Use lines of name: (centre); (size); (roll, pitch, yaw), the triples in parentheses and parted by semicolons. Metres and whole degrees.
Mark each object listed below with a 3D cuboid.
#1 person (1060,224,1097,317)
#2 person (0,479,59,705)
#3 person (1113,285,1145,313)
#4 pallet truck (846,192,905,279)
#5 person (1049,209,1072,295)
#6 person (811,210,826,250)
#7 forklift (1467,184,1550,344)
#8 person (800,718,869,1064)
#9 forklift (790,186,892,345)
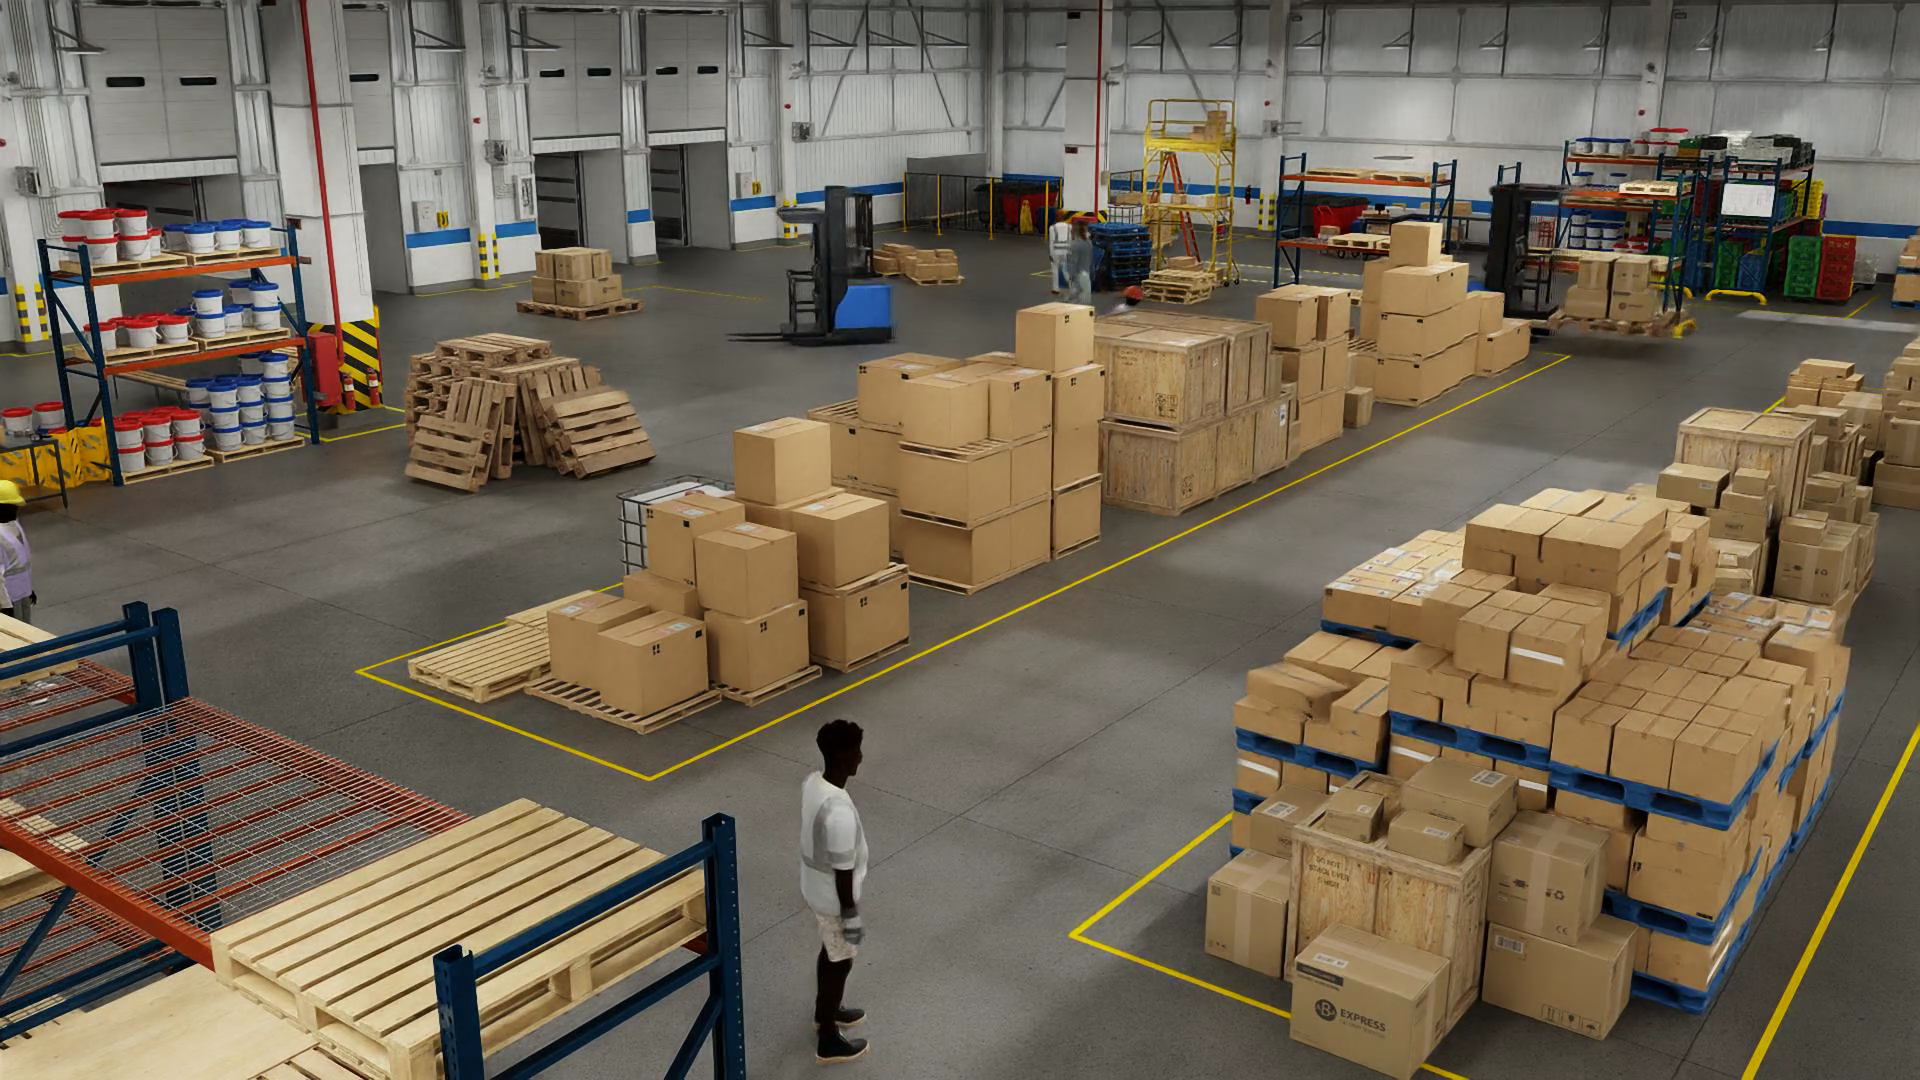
person: (2.372, -5.377, 33.252); (0.909, 1.909, 0.634); (9, 19, 28)
person: (-7.942, 0.430, 13.972); (0.361, 1.929, 0.587); (-3, 17, -11)
person: (2.439, -2.905, 25.082); (0.720, 1.889, 0.593); (-14, 21, -38)
pallet truck: (-1.936, -7.159, 38.982); (1.885, 1.965, 0.823); (-12, 21, -34)
person: (2.195, -6.247, 36.174); (0.582, 1.870, 0.552); (-8, 19, -25)
person: (-3.140, -6.805, 38.460); (0.541, 1.603, 0.660); (-9, 19, -28)
forklift: (10.012, -5.170, 30.895); (1.873, 2.768, 1.129); (9, 19, 29)
person: (-0.672, 1.899, 9.058); (0.380, 1.957, 0.624); (-5, 17, -16)
forklift: (-2.251, -5.068, 30.557); (1.873, 2.768, 1.129); (-3, 17, -10)
